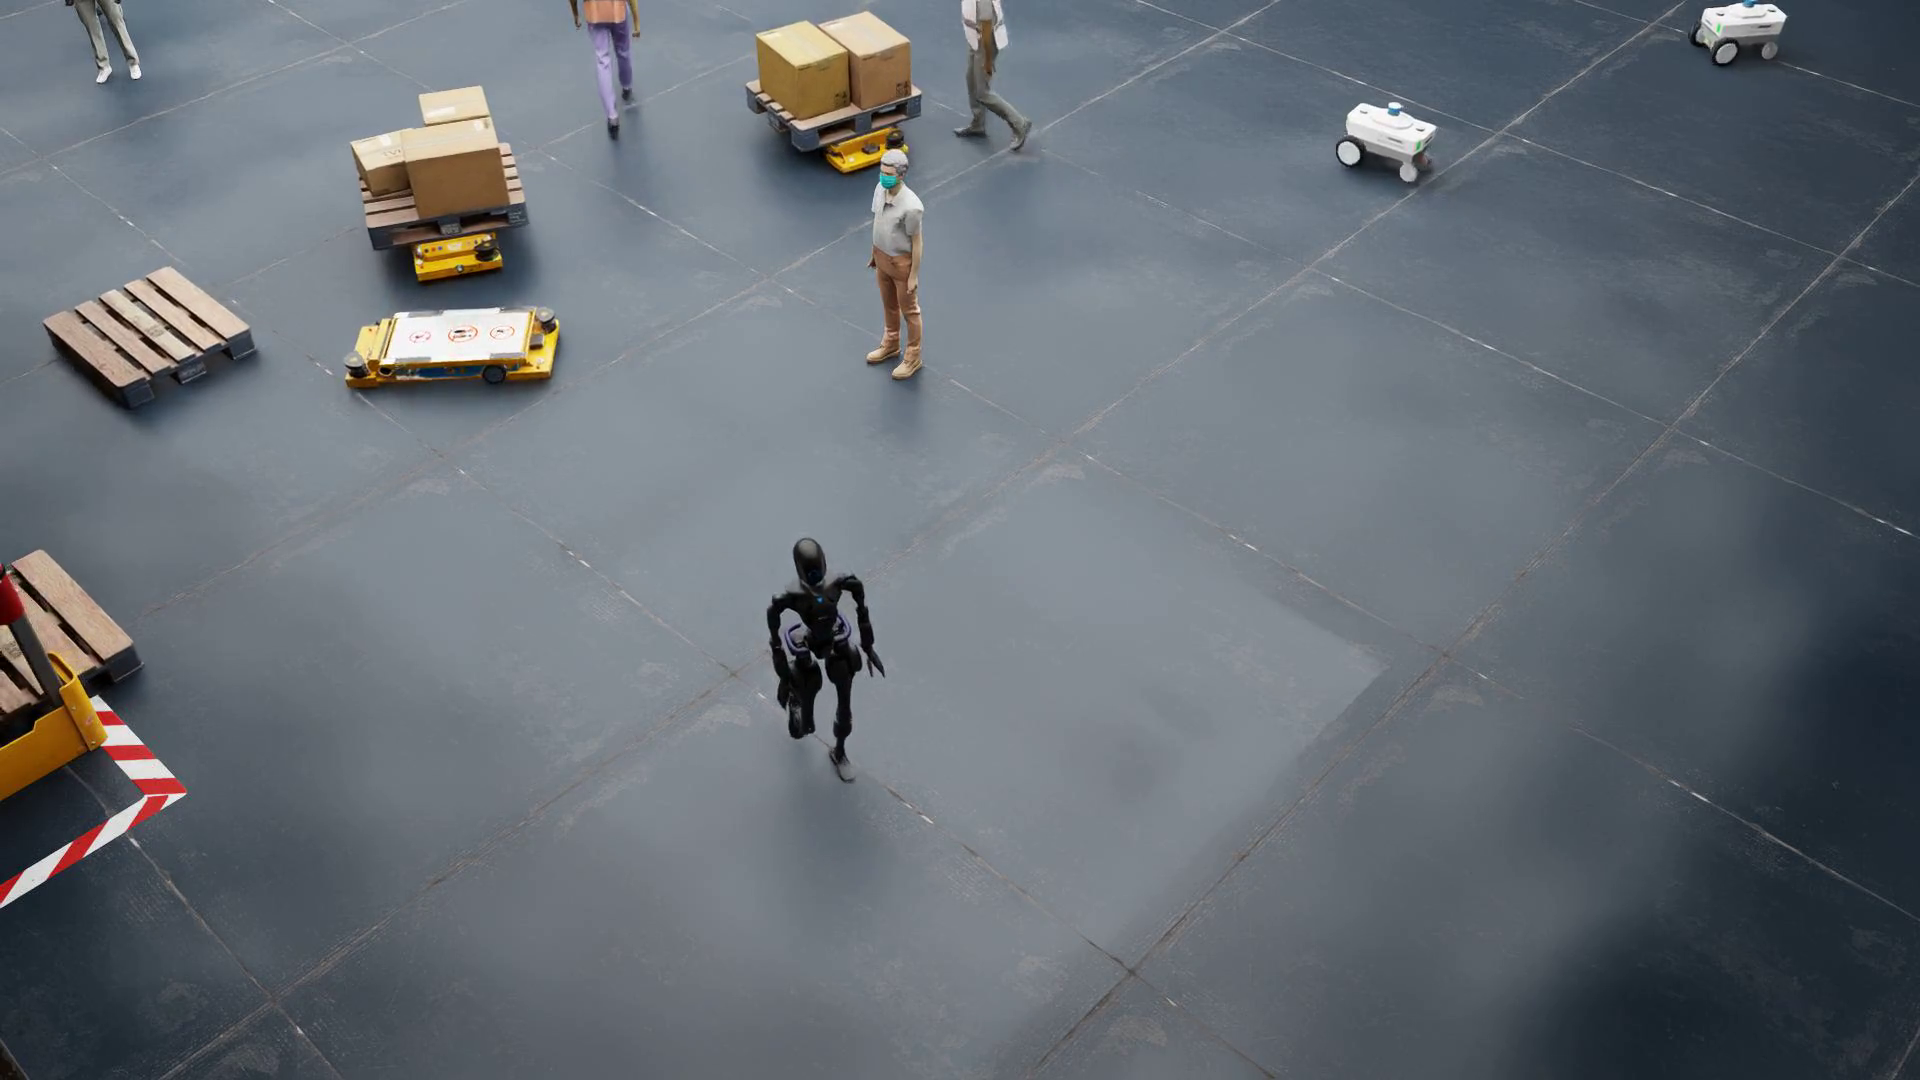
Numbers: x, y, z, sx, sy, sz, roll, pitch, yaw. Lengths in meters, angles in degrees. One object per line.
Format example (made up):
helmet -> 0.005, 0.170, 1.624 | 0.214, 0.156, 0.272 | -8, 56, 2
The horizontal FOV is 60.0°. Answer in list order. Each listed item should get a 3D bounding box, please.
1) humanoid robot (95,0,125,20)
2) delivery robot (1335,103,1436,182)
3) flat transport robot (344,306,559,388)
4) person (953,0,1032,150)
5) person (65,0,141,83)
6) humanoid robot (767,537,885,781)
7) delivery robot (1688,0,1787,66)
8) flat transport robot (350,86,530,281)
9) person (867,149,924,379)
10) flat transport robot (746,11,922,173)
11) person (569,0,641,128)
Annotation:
humanoid robot -> -8.409, -5.781, 15.893 | 0.603, 1.646, 0.361 | -30, 50, -29
delivery robot -> 3.619, -3.424, 14.119 | 0.779, 0.597, 0.499 | 27, 48, 26
flat transport robot -> -3.679, -1.398, 12.080 | 1.431, 0.231, 0.659 | -3, 42, -4
person -> 0.277, -4.173, 14.013 | 0.630, 1.814, 0.596 | -2, 42, -2
person -> -7.825, -4.942, 14.992 | 0.513, 1.640, 0.306 | -8, 43, -9
humanoid robot -> -0.733, 0.576, 8.838 | 0.601, 1.646, 0.519 | -16, 44, -17
delivery robot -> 7.334, -4.810, 15.673 | 0.815, 0.614, 0.499 | -6, 42, -7
flat transport robot -> -4.115, -2.573, 13.386 | 0.659, 0.231, 1.431 | -13, 44, -14
person -> -0.451, -1.929, 11.563 | 0.321, 1.749, 0.474 | -32, 51, -30
flat transport robot -> -1.101, -3.670, 14.605 | 0.659, 0.231, 1.431 | -24, 47, -24
person -> -3.076, -4.537, 14.431 | 0.584, 1.793, 1.027 | -7, 42, -7
